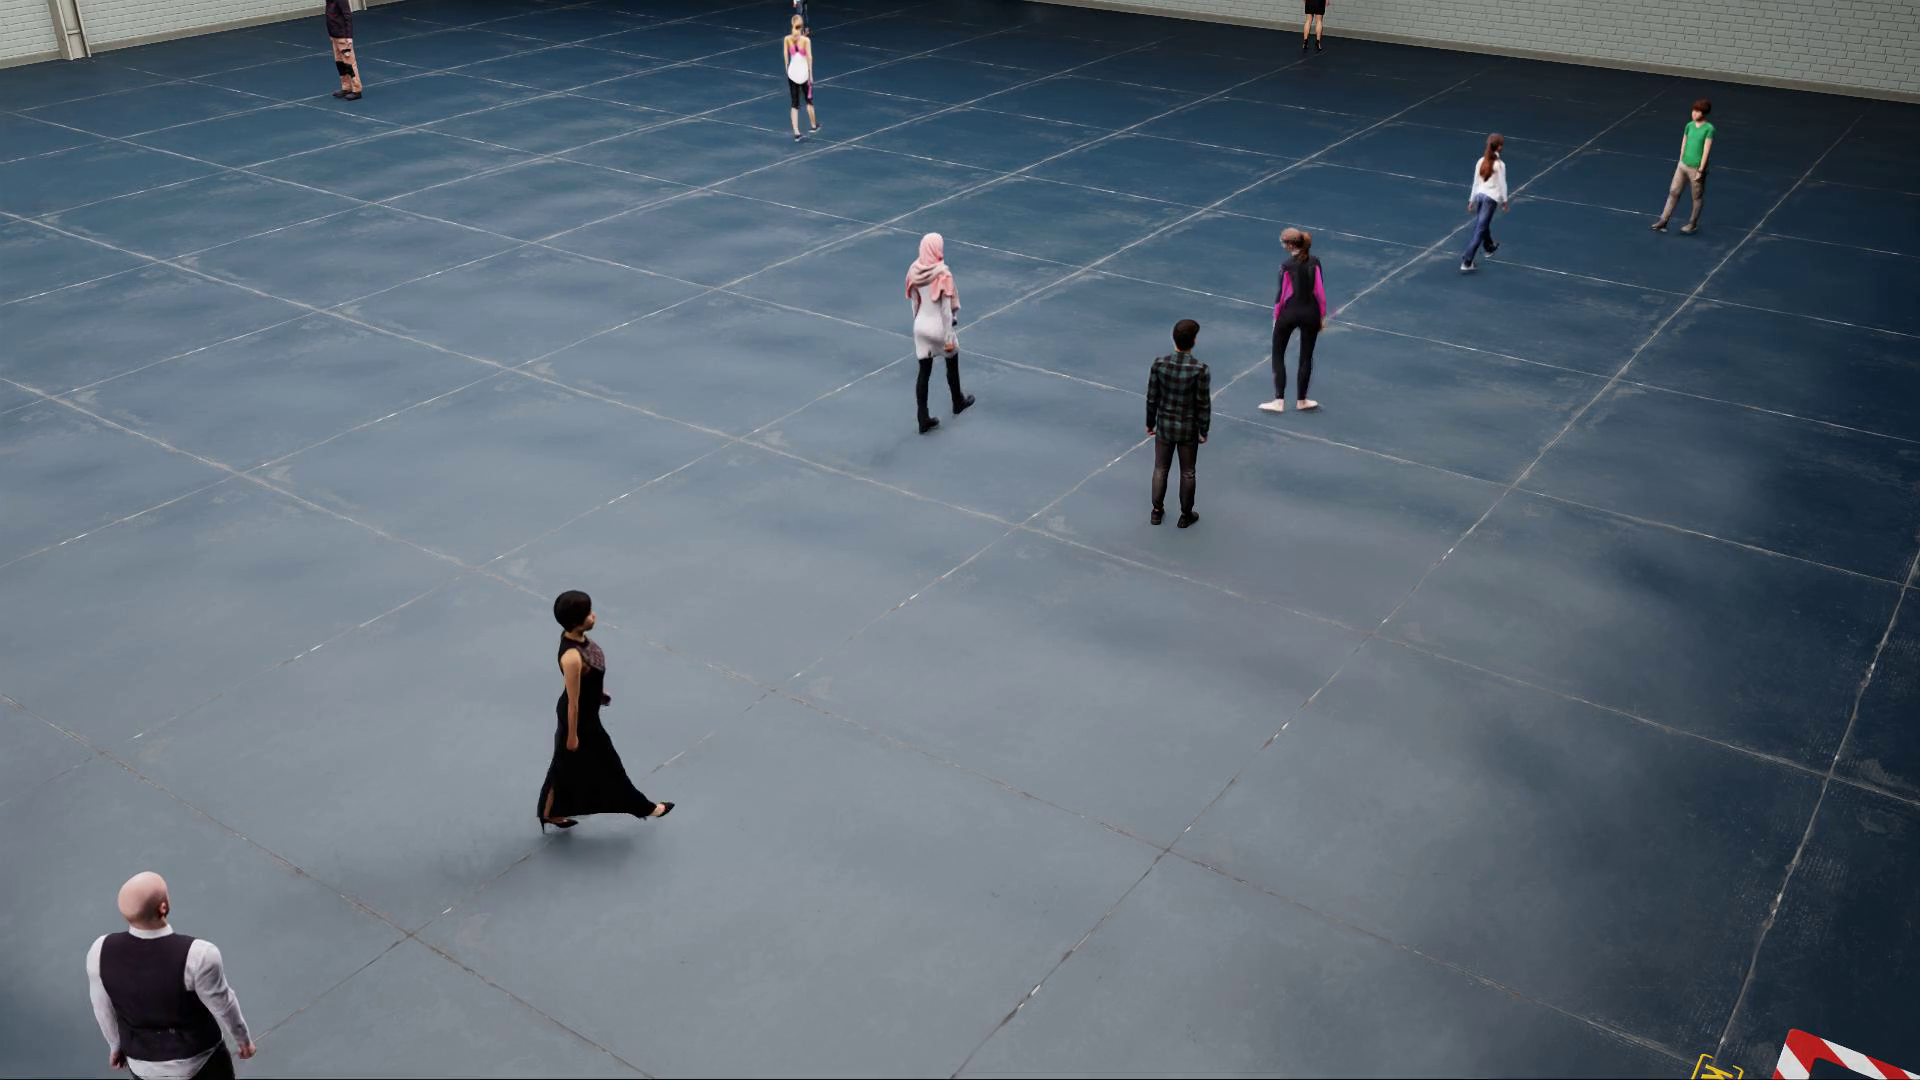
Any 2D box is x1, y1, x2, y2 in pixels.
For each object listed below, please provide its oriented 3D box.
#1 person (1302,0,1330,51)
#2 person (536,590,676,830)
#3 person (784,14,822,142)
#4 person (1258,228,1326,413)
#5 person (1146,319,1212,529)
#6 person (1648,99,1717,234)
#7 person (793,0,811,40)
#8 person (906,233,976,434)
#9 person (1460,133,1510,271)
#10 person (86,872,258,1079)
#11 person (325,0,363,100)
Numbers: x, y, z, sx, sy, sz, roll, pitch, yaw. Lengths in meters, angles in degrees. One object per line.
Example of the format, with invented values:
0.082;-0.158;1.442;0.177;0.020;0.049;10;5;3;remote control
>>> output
6.496;-9.842;30.373;0.698;1.716;0.649;12;30;23;person
-2.236;1.024;9.442;1.106;1.560;1.006;-7;28;-14;person
-2.384;-6.702;24.226;0.818;1.762;1.059;8;28;15;person
3.126;-1.994;15.130;0.767;1.718;0.772;6;28;11;person
1.700;-0.925;13.071;0.732;1.715;0.616;10;29;18;person
8.922;-4.499;20.097;1.103;1.625;0.859;-17;32;-29;person
-2.981;-10.147;31.254;0.592;1.452;0.436;16;31;28;person
-0.285;-1.797;14.679;0.661;1.782;0.961;17;32;29;person
5.913;-3.790;18.846;1.128;1.509;0.751;-19;33;-33;person
-3.278;2.175;6.928;0.872;1.816;0.911;-1;27;-2;person
-9.944;-8.082;26.730;0.713;1.923;0.597;21;34;34;person
